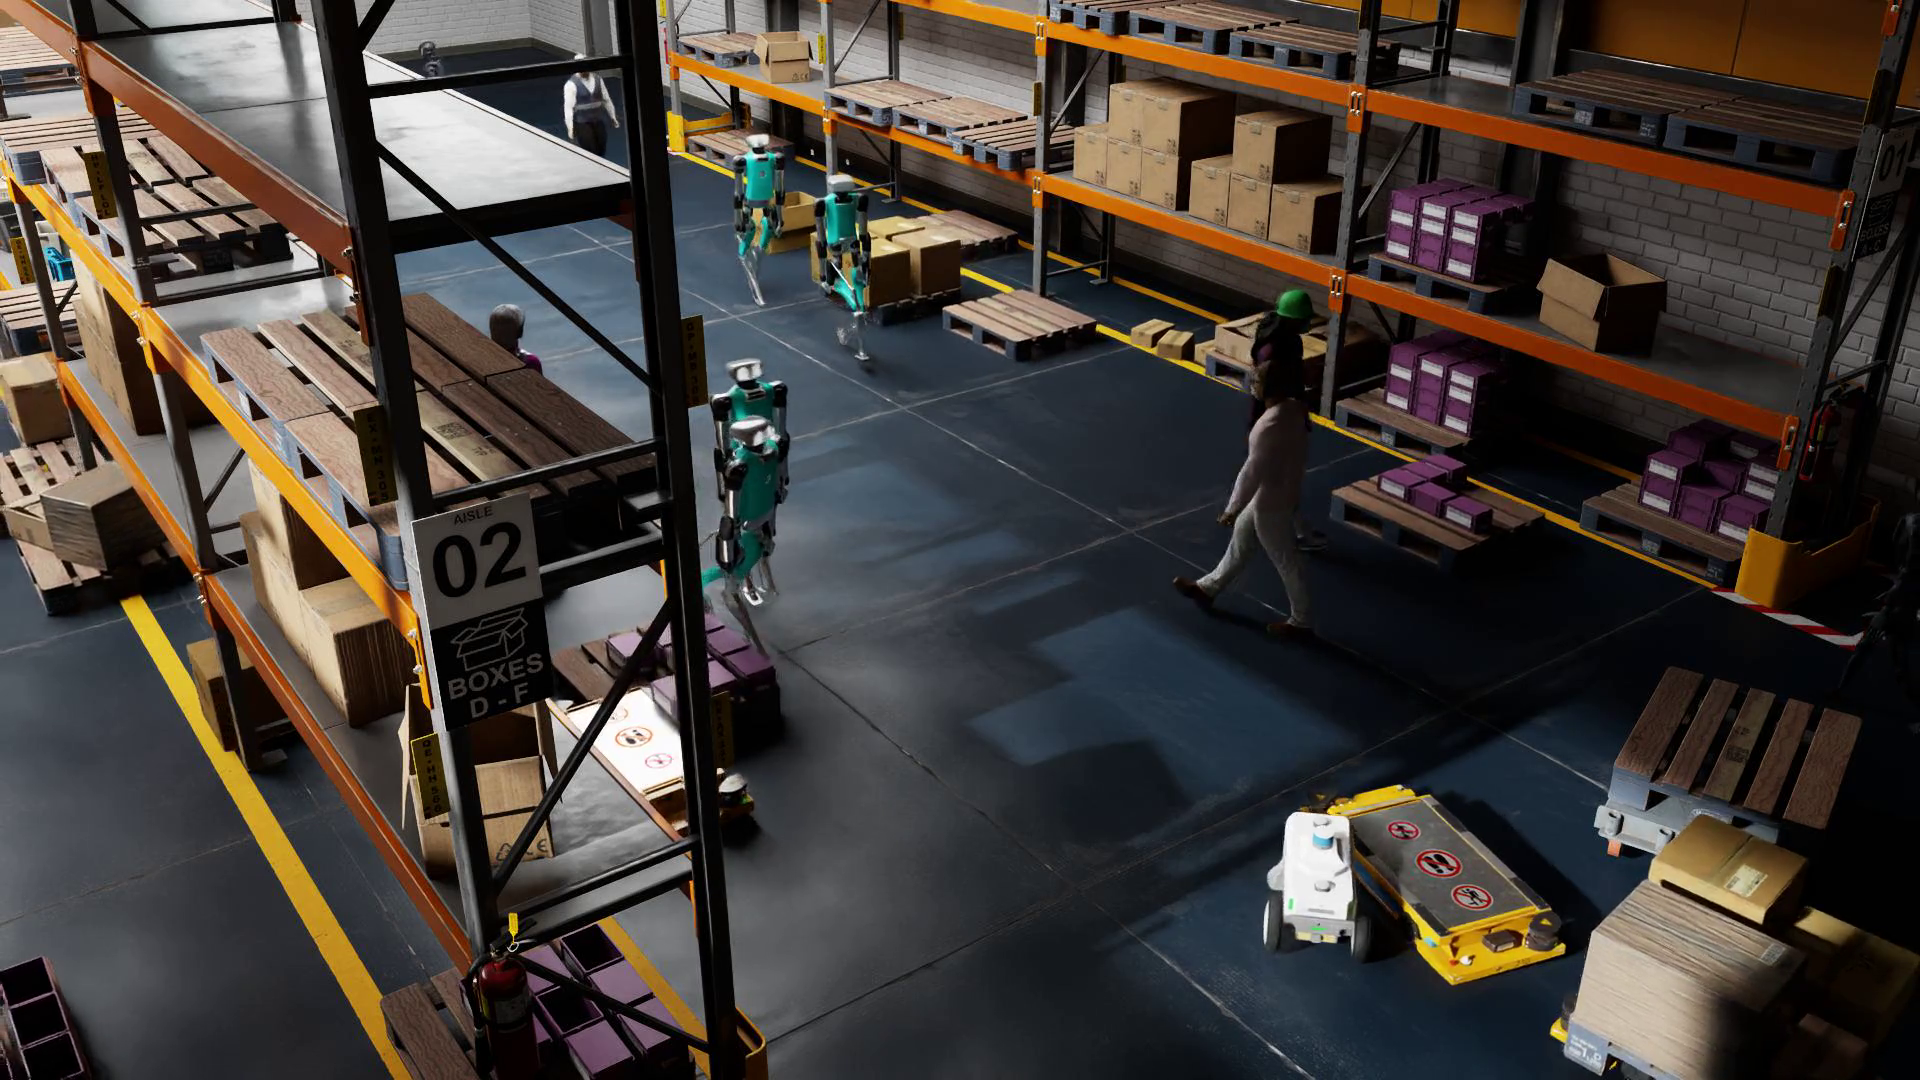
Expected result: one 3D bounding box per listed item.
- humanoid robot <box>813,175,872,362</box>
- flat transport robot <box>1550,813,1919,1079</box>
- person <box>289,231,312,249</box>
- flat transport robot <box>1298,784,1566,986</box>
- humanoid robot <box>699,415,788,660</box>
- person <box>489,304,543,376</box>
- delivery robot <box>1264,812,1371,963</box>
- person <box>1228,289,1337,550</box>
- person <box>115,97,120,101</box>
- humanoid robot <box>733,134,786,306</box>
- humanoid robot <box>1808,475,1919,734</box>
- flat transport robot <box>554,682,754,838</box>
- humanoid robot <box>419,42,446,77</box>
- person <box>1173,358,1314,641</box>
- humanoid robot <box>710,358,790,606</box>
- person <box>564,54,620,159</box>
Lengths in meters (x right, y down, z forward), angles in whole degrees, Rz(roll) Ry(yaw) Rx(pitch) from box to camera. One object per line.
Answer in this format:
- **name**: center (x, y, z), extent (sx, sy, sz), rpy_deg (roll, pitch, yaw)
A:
- **humanoid robot**: center (-0.979, -2.410, 15.158), extent (0.530, 1.734, 1.050), rpy_deg (-13, 29, -24)
- **flat transport robot**: center (3.438, 2.332, 7.349), extent (0.659, 0.231, 1.431), rpy_deg (-24, 35, -39)
- **person**: center (-6.099, -2.470, 15.388), extent (0.290, 1.628, 0.499), rpy_deg (5, 27, 10)
- **flat transport robot**: center (2.400, 1.712, 8.583), extent (0.659, 0.231, 1.431), rpy_deg (-9, 28, -18)
- **humanoid robot**: center (-1.455, 0.006, 10.351), extent (0.841, 1.758, 0.556), rpy_deg (16, 31, 29)
- **person**: center (-3.111, -0.783, 11.788), extent (0.528, 1.845, 0.324), rpy_deg (6, 27, 13)
- **delivery robot**: center (1.770, 1.721, 8.268), extent (0.521, 0.614, 0.785), rpy_deg (5, 27, 9)
- **person**: center (2.362, -0.857, 11.878), extent (0.971, 1.901, 0.520), rpy_deg (16, 31, 29)
- **person**: center (-10.373, -5.140, 20.307), extent (0.401, 1.986, 0.619), rpy_deg (-14, 30, -25)
- **humanoid robot**: center (-2.111, -3.256, 16.904), extent (0.549, 1.846, 0.856), rpy_deg (-12, 29, -22)
- **humanoid robot**: center (5.572, 0.358, 9.780), extent (0.779, 1.647, 0.589), rpy_deg (17, 31, 30)
- **flat transport robot**: center (-1.811, 1.250, 9.500), extent (0.659, 0.231, 1.431), rpy_deg (-18, 32, -31)
- **humanoid robot**: center (-6.758, -5.639, 21.646), extent (0.457, 1.643, 0.612), rpy_deg (-6, 27, -12)
- **person**: center (1.906, -0.268, 10.736), extent (1.043, 1.877, 0.636), rpy_deg (10, 28, 20)
- **humanoid robot**: center (-1.462, -0.394, 11.183), extent (0.530, 1.841, 0.622), rpy_deg (-16, 31, -29)
- **person**: center (-4.605, -5.164, 20.633), extent (0.497, 1.726, 0.798), rpy_deg (22, 34, 37)
